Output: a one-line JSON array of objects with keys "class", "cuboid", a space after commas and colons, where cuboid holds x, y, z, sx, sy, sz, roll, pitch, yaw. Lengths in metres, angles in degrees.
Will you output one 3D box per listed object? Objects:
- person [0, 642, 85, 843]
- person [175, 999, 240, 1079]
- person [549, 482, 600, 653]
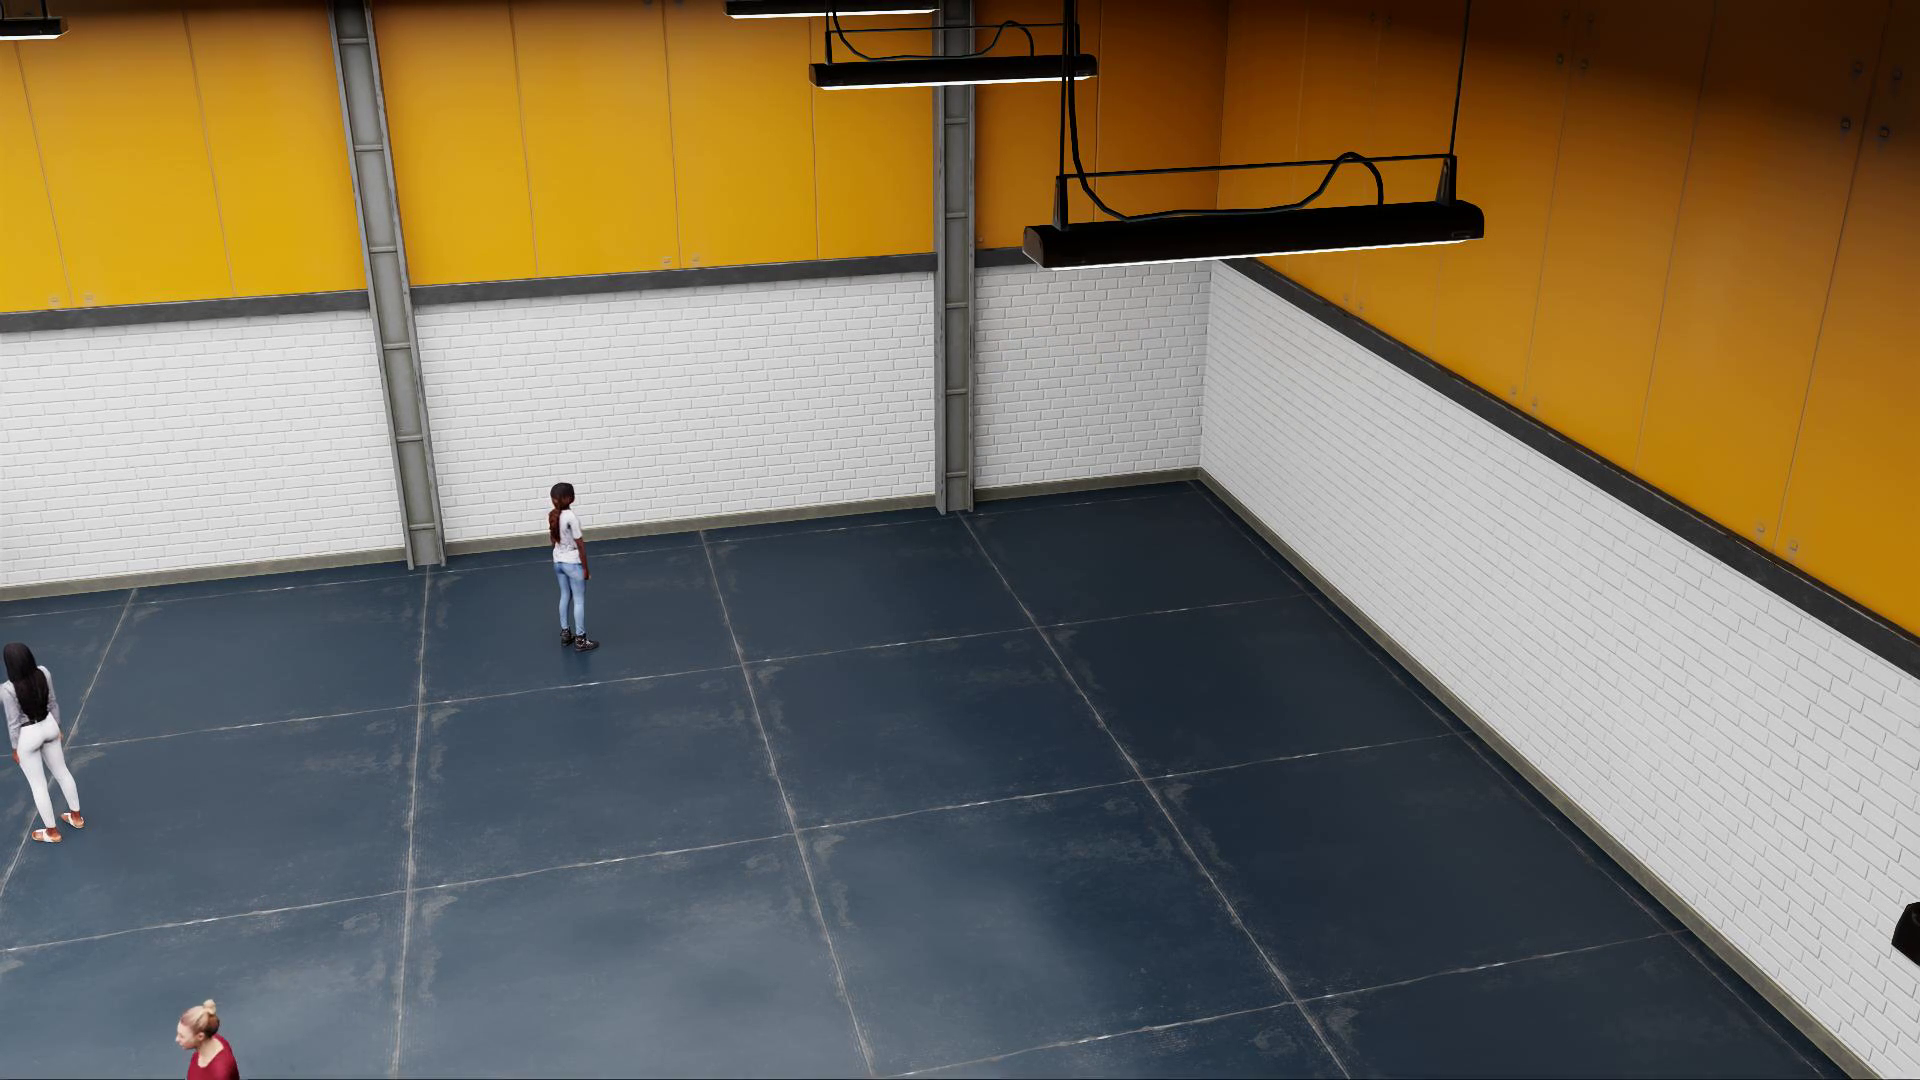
[{"class": "person", "cuboid": [-7.279, 1.570, 13.120, 0.714, 1.725, 0.678, 10, 26, 22]}, {"class": "person", "cuboid": [-4.006, 3.270, 9.284, 0.831, 1.682, 0.765, -15, 28, -31]}, {"class": "person", "cuboid": [-3.794, 0.242, 16.165, 0.662, 1.719, 0.690, 18, 29, 35]}]
